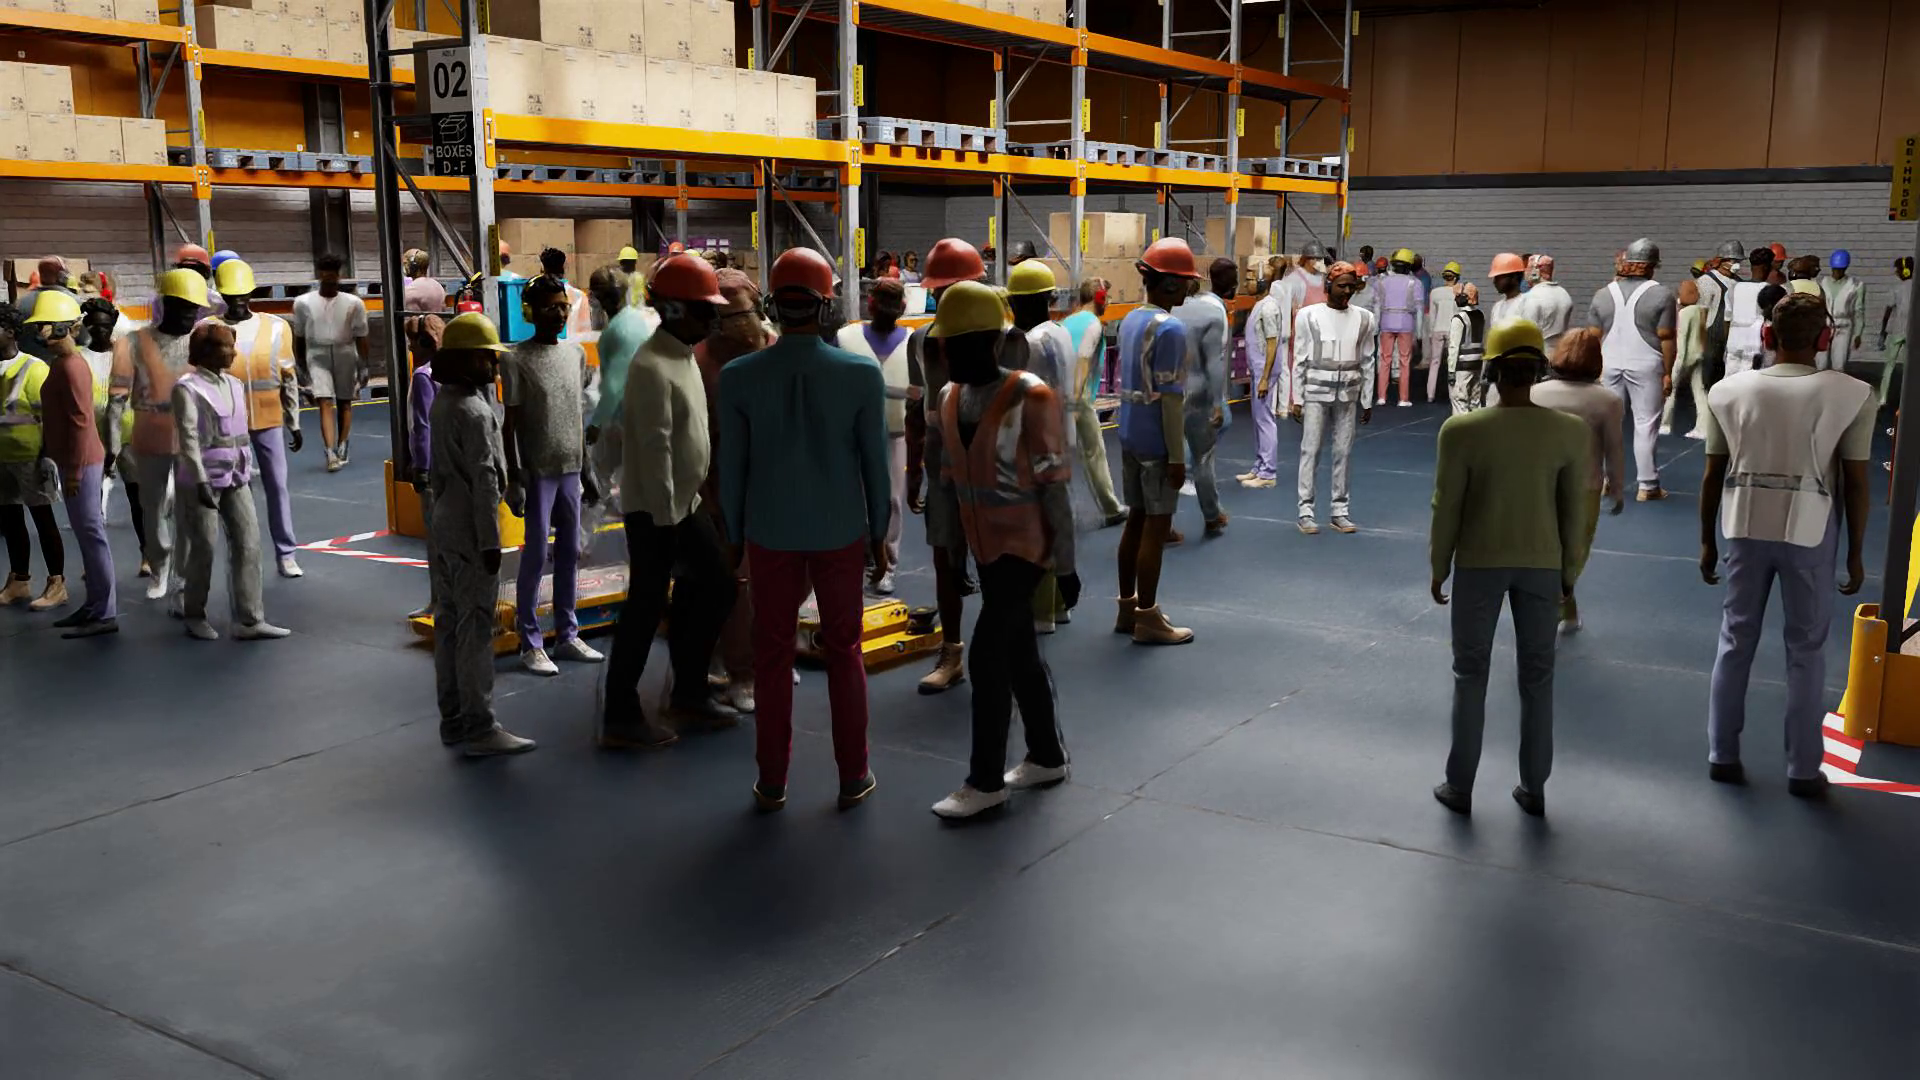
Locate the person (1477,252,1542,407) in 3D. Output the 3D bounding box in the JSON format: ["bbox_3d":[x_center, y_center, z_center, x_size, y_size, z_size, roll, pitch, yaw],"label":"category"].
[{"bbox_3d":[4.324,-1.310,13.212,0.480,1.921,0.580,-3,11,-14],"label":"person"}]

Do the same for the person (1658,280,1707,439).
[{"bbox_3d":[7.406,-1.852,17.079,0.559,1.602,0.721,-7,13,-35],"label":"person"}]

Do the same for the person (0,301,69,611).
[{"bbox_3d":[-5.159,-0.453,9.094,0.541,1.695,0.316,4,11,19],"label":"person"}]

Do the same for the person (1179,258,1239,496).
[{"bbox_3d":[1.930,-1.278,13.179,0.527,1.881,0.609,1,10,7],"label":"person"}]

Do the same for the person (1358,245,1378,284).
[{"bbox_3d":[6.845,-3.981,27.971,0.354,1.937,0.635,3,11,16],"label":"person"}]

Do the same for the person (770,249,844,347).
[{"bbox_3d":[-1.039,-1.215,12.363,0.694,2.000,0.963,9,13,40],"label":"person"}]

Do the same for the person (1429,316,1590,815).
[{"bbox_3d":[1.916,0.098,5.867,0.526,1.762,0.338,1,10,5],"label":"person"}]

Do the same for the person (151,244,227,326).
[{"bbox_3d":[-5.951,-1.272,12.888,0.633,2.015,0.812,-2,10,-10],"label":"person"}]

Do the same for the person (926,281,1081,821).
[{"bbox_3d":[0.102,0.035,5.894,0.811,1.878,0.602,-7,13,-35],"label":"person"}]

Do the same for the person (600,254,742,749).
[{"bbox_3d":[-1.140,-0.139,6.597,0.650,1.965,0.641,1,10,6],"label":"person"}]

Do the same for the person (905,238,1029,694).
[{"bbox_3d":[0.007,-0.299,7.329,0.612,2.033,0.408,6,12,29],"label":"person"}]

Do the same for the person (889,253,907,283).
[{"bbox_3d":[-0.912,-3.299,24.495,0.387,1.835,0.561,-1,10,-5],"label":"person"}]

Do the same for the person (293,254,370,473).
[{"bbox_3d":[-5.552,-1.571,14.728,0.616,1.901,1.061,-4,11,-21],"label":"person"}]

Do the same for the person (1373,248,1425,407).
[{"bbox_3d":[5.289,-2.561,20.189,0.675,1.917,0.388,5,11,27],"label":"person"}]

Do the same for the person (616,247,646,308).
[{"bbox_3d":[-4.444,-2.996,22.542,0.370,1.928,0.585,-6,12,-31],"label":"person"}]

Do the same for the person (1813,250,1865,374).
[{"bbox_3d":[10.077,-2.390,19.246,0.613,1.905,0.898,7,13,36],"label":"person"}]

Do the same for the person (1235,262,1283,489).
[{"bbox_3d":[2.459,-1.334,13.585,0.325,1.836,0.517,0,10,2],"label":"person"}]

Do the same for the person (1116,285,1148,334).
[{"bbox_3d":[2.336,-2.964,22.648,0.429,1.833,0.635,8,13,36],"label":"person"}]

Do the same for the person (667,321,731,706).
[{"bbox_3d":[-1.158,-0.118,7.247,0.319,1.693,0.533,-1,10,-3],"label":"person"}]

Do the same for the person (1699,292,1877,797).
[{"bbox_3d":[3.002,0.019,6.105,0.563,1.836,0.386,8,13,38],"label":"person"}]

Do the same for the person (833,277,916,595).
[{"bbox_3d":[-0.468,-0.629,9.736,0.586,1.822,0.723,0,10,-3],"label":"person"}]

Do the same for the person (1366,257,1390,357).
[{"bbox_3d":[6.839,-3.718,27.026,0.566,1.750,0.341,5,11,24],"label":"person"}]

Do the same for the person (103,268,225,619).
[{"bbox_3d":[-4.347,-0.550,9.128,0.665,1.876,0.955,-6,12,-30],"label":"person"}]

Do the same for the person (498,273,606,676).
[{"bbox_3d":[-1.911,-0.310,7.825,0.313,1.869,0.538,7,12,34],"label":"person"}]

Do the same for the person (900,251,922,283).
[{"bbox_3d":[-0.787,-3.598,26.111,0.505,1.847,0.346,-7,13,-36],"label":"person"}]

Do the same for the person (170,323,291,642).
[{"bbox_3d":[-3.735,-0.278,8.381,0.564,1.606,0.553,3,11,17],"label":"person"}]

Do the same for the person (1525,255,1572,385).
[{"bbox_3d":[5.024,-1.526,14.499,0.648,1.899,0.399,-8,13,-36],"label":"person"}]

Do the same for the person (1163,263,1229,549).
[{"bbox_3d":[1.515,-0.919,11.152,0.654,1.884,0.995,5,12,27],"label":"person"}]

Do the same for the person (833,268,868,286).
[{"bbox_3d":[-1.143,-2.188,18.134,0.598,1.908,0.402,-4,11,-23],"label":"person"}]

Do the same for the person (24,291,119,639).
[{"bbox_3d":[-4.549,-0.384,8.522,0.311,1.769,0.522,-6,12,-31],"label":"person"}]

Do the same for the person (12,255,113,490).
[{"bbox_3d":[-7.195,-1.321,13.329,0.652,1.905,0.403,1,10,4],"label":"person"}]

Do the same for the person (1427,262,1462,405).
[{"bbox_3d":[6.040,-2.552,20.572,0.521,1.759,0.349,8,13,38],"label":"person"}]

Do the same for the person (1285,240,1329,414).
[{"bbox_3d":[4.049,-2.480,19.374,0.696,2.000,0.544,-8,13,-36],"label":"person"}]
